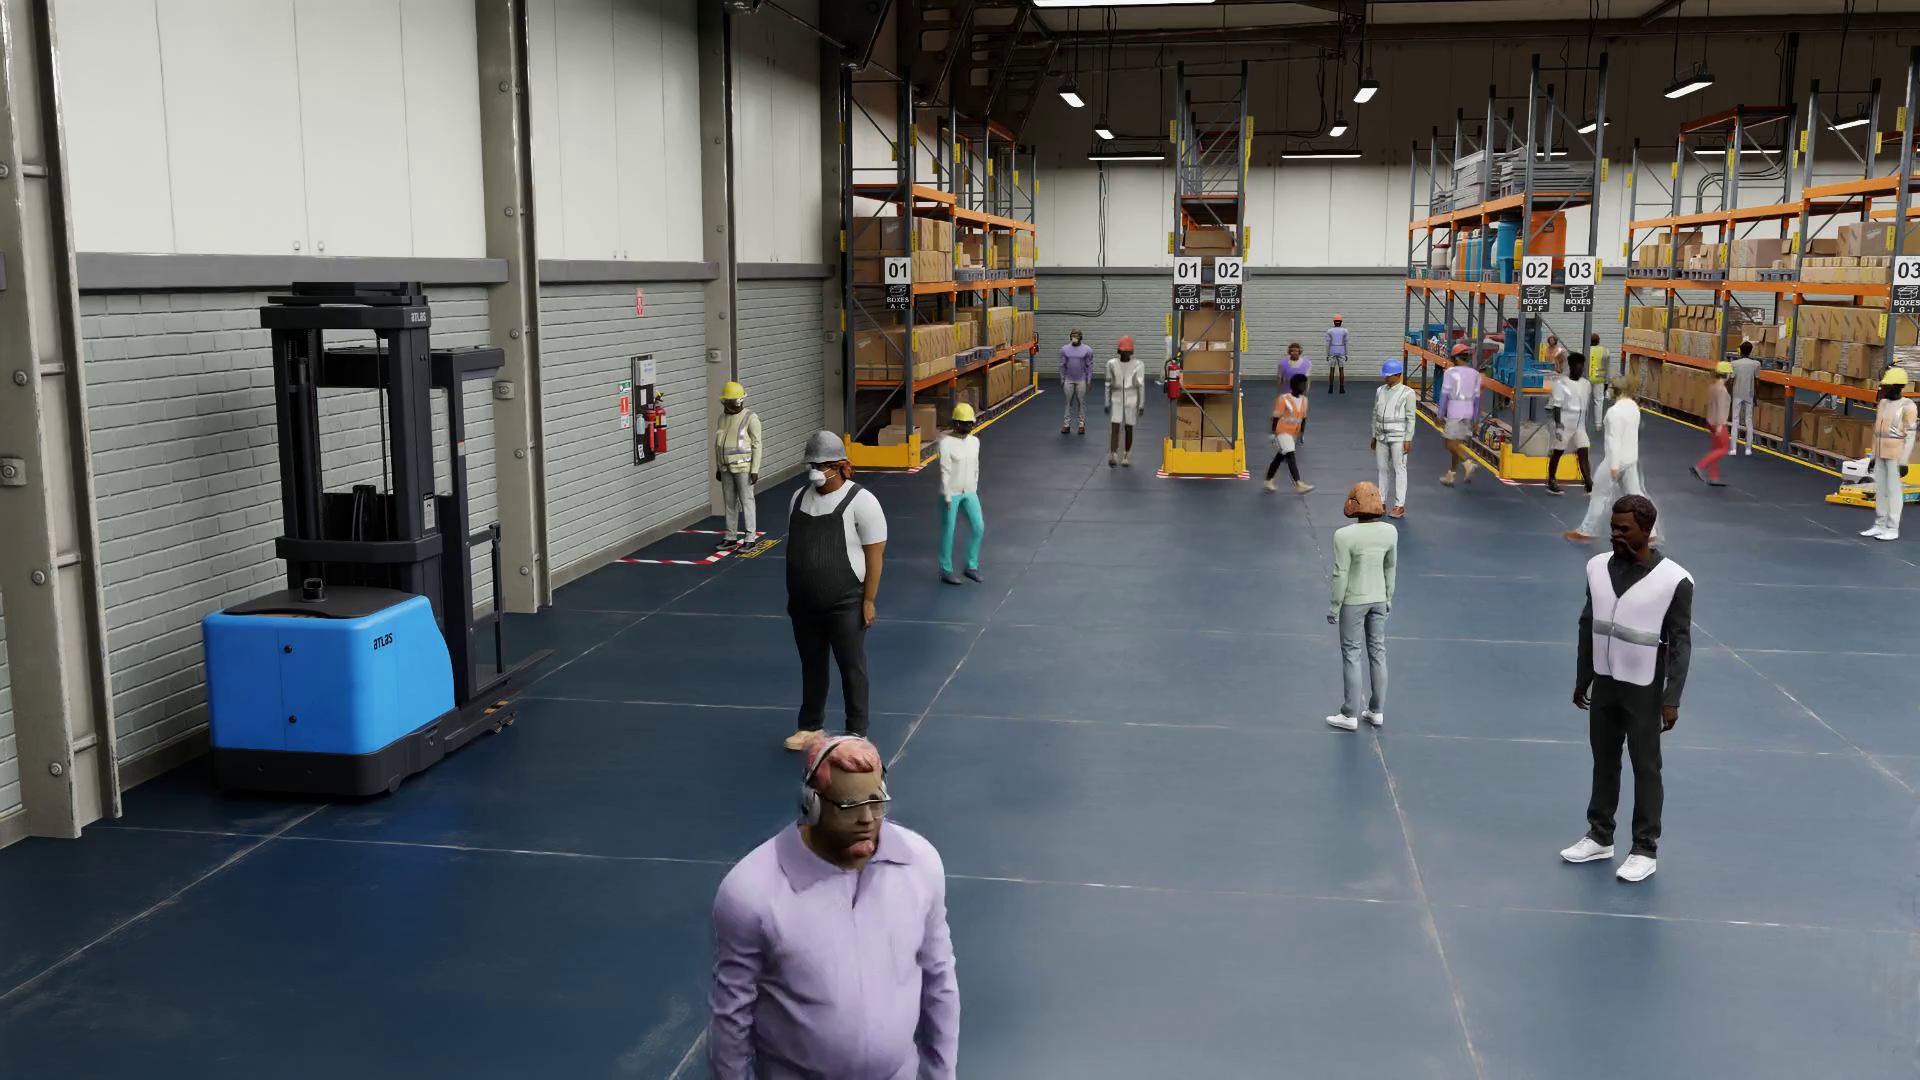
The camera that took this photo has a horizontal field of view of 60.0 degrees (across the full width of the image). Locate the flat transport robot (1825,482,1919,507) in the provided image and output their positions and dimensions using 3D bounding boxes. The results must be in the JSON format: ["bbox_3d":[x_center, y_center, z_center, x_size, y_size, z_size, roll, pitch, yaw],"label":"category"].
[{"bbox_3d":[12.042,-0.603,21.661,1.431,0.197,0.652,-5,10,-27],"label":"flat transport robot"}]

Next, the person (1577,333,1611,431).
[{"bbox_3d":[11.885,-2.969,31.287,0.625,1.845,0.429,2,9,13],"label":"person"}]

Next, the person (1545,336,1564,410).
[{"bbox_3d":[12.826,-3.641,36.177,0.516,1.602,0.744,7,12,37],"label":"person"}]

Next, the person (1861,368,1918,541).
[{"bbox_3d":[10.427,-0.959,18.651,0.381,1.930,0.642,-1,9,-7],"label":"person"}]

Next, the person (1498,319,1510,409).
[{"bbox_3d":[11.981,-3.870,36.512,0.612,1.959,0.950,2,9,13],"label":"person"}]

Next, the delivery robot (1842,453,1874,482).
[{"bbox_3d":[12.305,-0.930,22.512,0.477,0.478,0.707,-2,9,-11],"label":"delivery robot"}]

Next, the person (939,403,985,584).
[{"bbox_3d":[0.020,-0.431,15.934,0.538,1.749,0.586,-7,11,-36],"label":"person"}]

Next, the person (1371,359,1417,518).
[{"bbox_3d":[5.293,-1.253,20.408,0.402,1.937,0.604,-7,12,-37],"label":"person"}]

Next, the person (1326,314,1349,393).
[{"bbox_3d":[9.305,-4.595,41.036,0.543,1.933,0.363,2,9,13],"label":"person"}]

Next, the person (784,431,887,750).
[{"bbox_3d":[-0.831,0.354,10.313,0.689,2.000,0.538,6,11,31],"label":"person"}]

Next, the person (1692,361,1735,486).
[{"bbox_3d":[10.570,-1.626,23.281,0.455,1.754,0.527,1,9,8],"label":"person"}]

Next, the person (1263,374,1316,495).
[{"bbox_3d":[4.439,-1.430,22.431,0.528,1.626,0.895,-8,12,-40],"label":"person"}]

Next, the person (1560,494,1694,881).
[{"bbox_3d":[3.344,0.719,8.307,0.374,1.916,0.596,-6,11,-31],"label":"person"}]

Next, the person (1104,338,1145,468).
[{"bbox_3d":[2.503,-2.081,25.375,0.627,1.981,1.037,1,9,8],"label":"person"}]

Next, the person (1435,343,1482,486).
[{"bbox_3d":[7.001,-1.730,23.163,0.695,2.001,0.765,-4,10,-23],"label":"person"}]

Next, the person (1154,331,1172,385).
[{"bbox_3d":[5.474,-4.801,43.349,0.513,1.594,0.833,-8,12,-40],"label":"person"}]

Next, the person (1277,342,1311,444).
[{"bbox_3d":[5.742,-2.522,28.692,0.557,1.796,0.920,1,9,5],"label":"person"}]

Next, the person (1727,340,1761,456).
[{"bbox_3d":[12.792,-2.320,27.194,0.521,1.874,0.328,2,9,13],"label":"person"}]

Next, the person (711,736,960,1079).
[{"bbox_3d":[-0.329,1.390,4.388,0.649,1.863,0.985,-5,11,-30],"label":"person"}]

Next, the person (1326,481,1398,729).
[{"bbox_3d":[2.651,0.428,10.979,0.507,1.633,0.278,-4,10,-25],"label":"person"}]

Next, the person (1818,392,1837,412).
[{"bbox_3d":[17.799,-3.376,34.101,0.494,1.743,0.303,1,9,5],"label":"person"}]

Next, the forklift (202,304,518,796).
[{"bbox_3d":[-3.673,-0.038,10.147,1.129,2.768,1.873,1,9,9],"label":"forklift"}]

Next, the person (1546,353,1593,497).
[{"bbox_3d":[8.177,-1.521,22.113,0.635,1.911,0.997,-3,10,-19],"label":"person"}]

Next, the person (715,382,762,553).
[{"bbox_3d":[-2.404,-0.783,17.838,0.599,1.830,0.404,6,11,34],"label":"person"}]

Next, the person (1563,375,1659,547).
[{"bbox_3d":[7.181,-0.854,18.120,0.643,1.888,1.049,-9,13,-42],"label":"person"}]

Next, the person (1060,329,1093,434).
[{"bbox_3d":[2.149,-2.947,30.855,0.627,1.941,0.373,3,10,16],"label":"person"}]
